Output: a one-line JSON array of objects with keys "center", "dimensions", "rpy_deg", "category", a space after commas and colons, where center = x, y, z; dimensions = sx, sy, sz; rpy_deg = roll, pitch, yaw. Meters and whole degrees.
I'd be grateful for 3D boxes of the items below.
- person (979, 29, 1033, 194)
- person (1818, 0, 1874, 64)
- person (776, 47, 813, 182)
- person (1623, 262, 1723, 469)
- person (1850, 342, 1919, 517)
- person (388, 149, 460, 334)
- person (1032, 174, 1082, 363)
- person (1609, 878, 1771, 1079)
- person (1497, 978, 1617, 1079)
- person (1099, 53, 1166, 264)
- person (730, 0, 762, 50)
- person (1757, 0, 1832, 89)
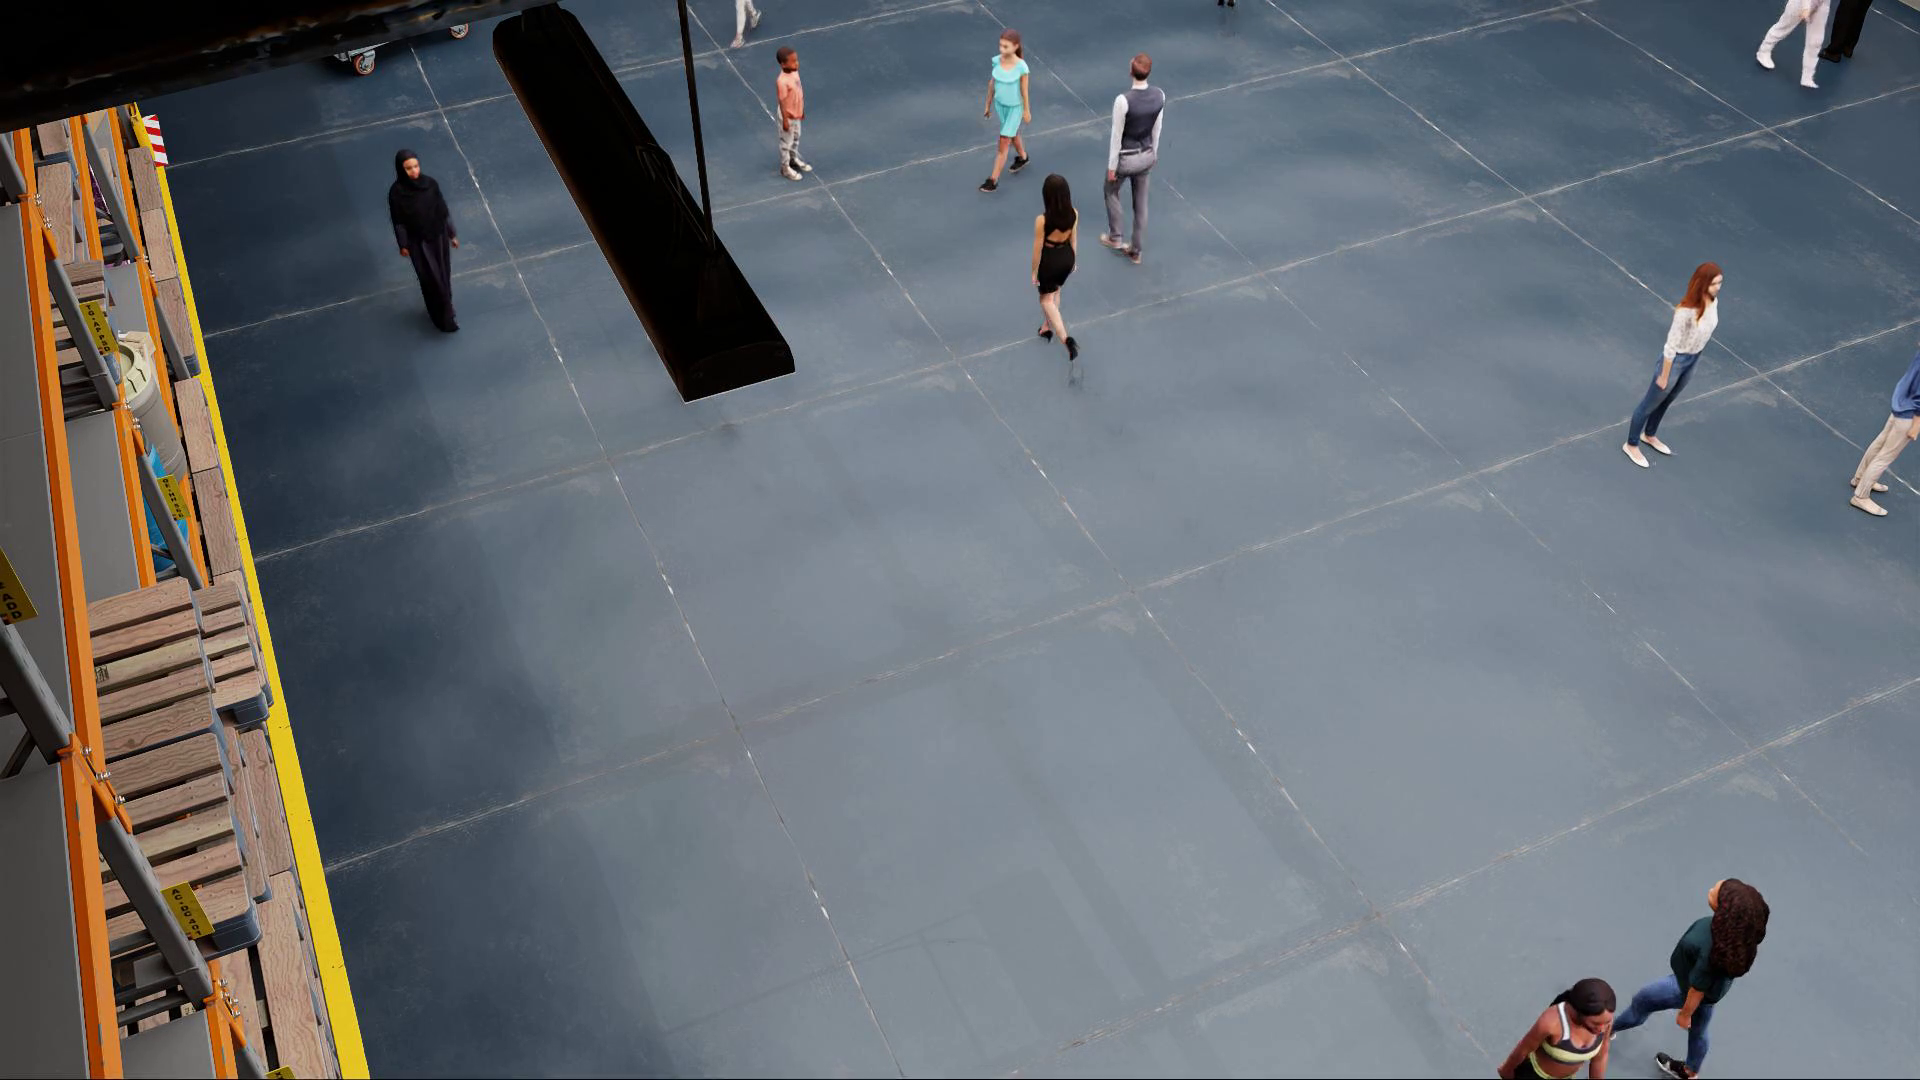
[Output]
[{"center": [0.500, -4.032, 15.451], "dimensions": [1.057, 1.518, 0.931], "rpy_deg": [30, 51, 27], "category": "person"}, {"center": [9.326, -5.872, 17.092], "dimensions": [0.715, 1.918, 0.594], "rpy_deg": [-22, 48, -22], "category": "person"}, {"center": [-1.604, -4.019, 15.589], "dimensions": [0.606, 1.309, 0.554], "rpy_deg": [17, 46, 18], "category": "person"}, {"center": [5.374, -1.341, 12.474], "dimensions": [0.594, 1.728, 0.537], "rpy_deg": [-23, 48, -23], "category": "person"}, {"center": [6.893, -0.942, 12.079], "dimensions": [0.761, 1.695, 0.708], "rpy_deg": [16, 46, 16], "category": "person"}, {"center": [-4.481, -2.556, 13.837], "dimensions": [0.756, 1.607, 0.889], "rpy_deg": [-31, 52, -29], "category": "person"}, {"center": [0.800, -2.142, 13.389], "dimensions": [0.574, 1.627, 0.925], "rpy_deg": [-19, 47, -19], "category": "person"}, {"center": [3.914, 2.373, 8.674], "dimensions": [0.770, 1.592, 1.002], "rpy_deg": [-32, 52, -29], "category": "person"}, {"center": [2.900, 2.584, 8.363], "dimensions": [0.663, 1.715, 1.072], "rpy_deg": [-11, 45, -11], "category": "person"}, {"center": [1.532, -3.242, 14.327], "dimensions": [0.684, 1.924, 0.719], "rpy_deg": [-17, 46, -17], "category": "person"}, {"center": [-2.305, -6.012, 17.562], "dimensions": [0.964, 1.473, 1.005], "rpy_deg": [16, 46, 16], "category": "person"}, {"center": [8.573, -5.488, 16.893], "dimensions": [0.818, 1.638, 1.152], "rpy_deg": [-8, 44, -8], "category": "person"}]
